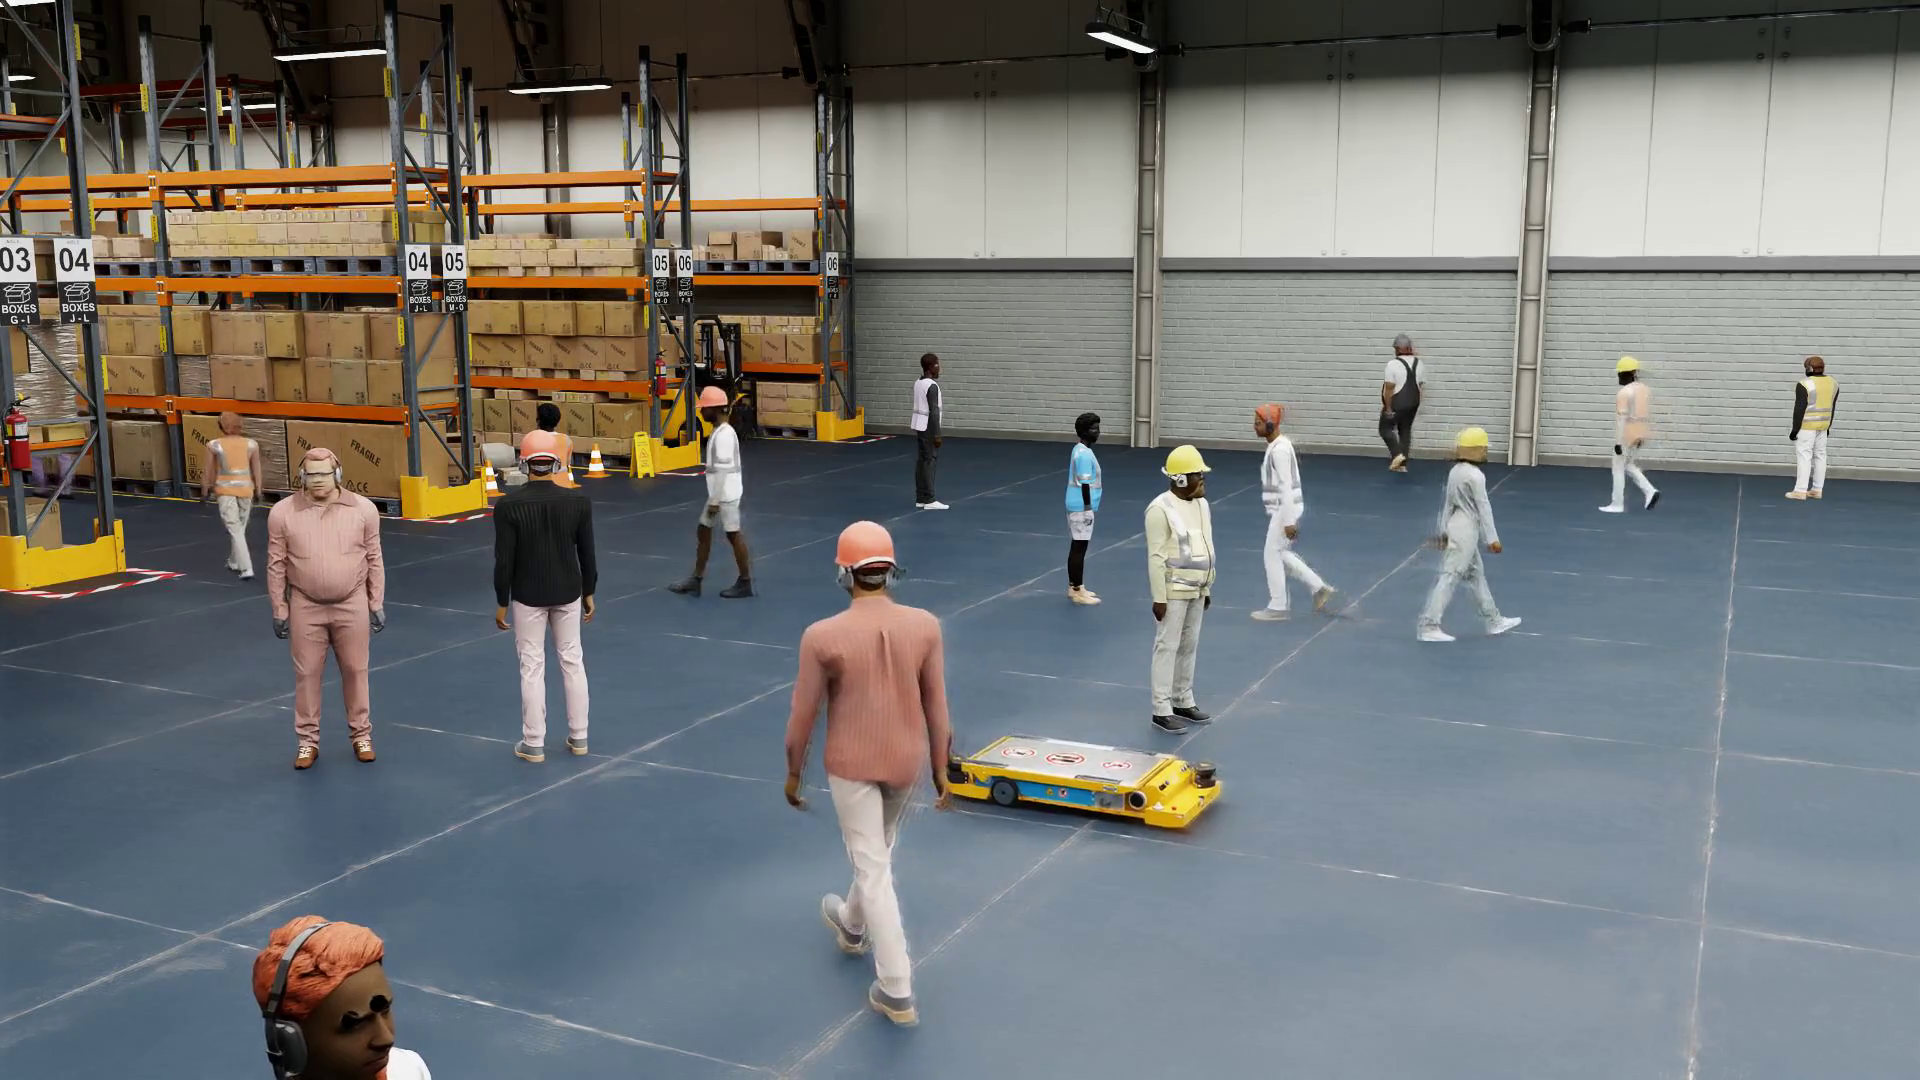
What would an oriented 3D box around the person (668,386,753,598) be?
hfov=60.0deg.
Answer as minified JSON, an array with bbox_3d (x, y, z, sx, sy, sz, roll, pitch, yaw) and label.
[{"bbox_3d":[-2.249,-0.403,14.785,0.860,1.904,0.577,-3,10,-16],"label":"person"}]

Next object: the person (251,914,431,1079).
[{"bbox_3d":[-1.052,1.555,2.859,0.355,1.883,0.573,3,10,16],"label":"person"}]

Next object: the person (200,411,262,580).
[{"bbox_3d":[-6.951,-0.427,15.900,0.862,1.597,0.528,9,13,44],"label":"person"}]

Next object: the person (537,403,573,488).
[{"bbox_3d":[-3.855,-0.447,15.706,0.317,1.696,0.538,3,10,20],"label":"person"}]

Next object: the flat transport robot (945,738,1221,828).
[{"bbox_3d":[0.665,1.317,9.251,1.431,0.197,0.652,4,10,26],"label":"flat transport robot"}]

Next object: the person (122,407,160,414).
[{"bbox_3d":[-11.981,-1.971,24.311,0.542,1.938,0.358,-9,13,-44],"label":"person"}]

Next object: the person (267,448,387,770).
[{"bbox_3d":[-3.747,0.400,9.873,0.654,1.904,0.407,-4,10,-22],"label":"person"}]

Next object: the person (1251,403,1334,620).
[{"bbox_3d":[2.776,-0.227,13.922,0.677,1.847,0.600,1,9,7],"label":"person"}]

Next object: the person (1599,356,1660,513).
[{"bbox_3d":[8.076,-1.255,19.999,0.608,1.911,0.587,-8,12,-39],"label":"person"}]

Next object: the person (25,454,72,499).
[{"bbox_3d":[-11.745,-1.460,21.343,0.802,1.874,0.665,4,10,25],"label":"person"}]

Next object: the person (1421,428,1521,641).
[{"bbox_3d":[4.082,-0.033,13.163,0.893,1.700,0.493,0,9,-2],"label":"person"}]

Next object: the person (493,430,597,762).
[{"bbox_3d":[-2.498,0.332,10.015,0.624,1.992,0.390,-6,11,-31],"label":"person"}]

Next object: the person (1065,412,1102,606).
[{"bbox_3d":[1.092,-0.280,14.680,0.322,1.696,0.530,0,9,-1],"label":"person"}]

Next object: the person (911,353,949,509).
[{"bbox_3d":[-0.392,-1.338,20.483,0.392,1.922,0.592,-4,10,-22],"label":"person"}]

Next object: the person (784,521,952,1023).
[{"bbox_3d":[-0.406,0.886,6.774,0.646,1.936,1.009,-5,11,-29],"label":"person"}]

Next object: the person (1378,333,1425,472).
[{"bbox_3d":[6.375,-1.993,24.132,0.689,2.000,0.539,-4,10,-23],"label":"person"}]

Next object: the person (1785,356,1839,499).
[{"bbox_3d":[10.913,-1.436,21.342,0.624,1.840,0.429,-3,10,-19],"label":"person"}]

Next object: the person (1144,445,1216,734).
[{"bbox_3d":[1.427,0.308,10.653,0.404,1.833,0.600,8,12,39],"label":"person"}]
